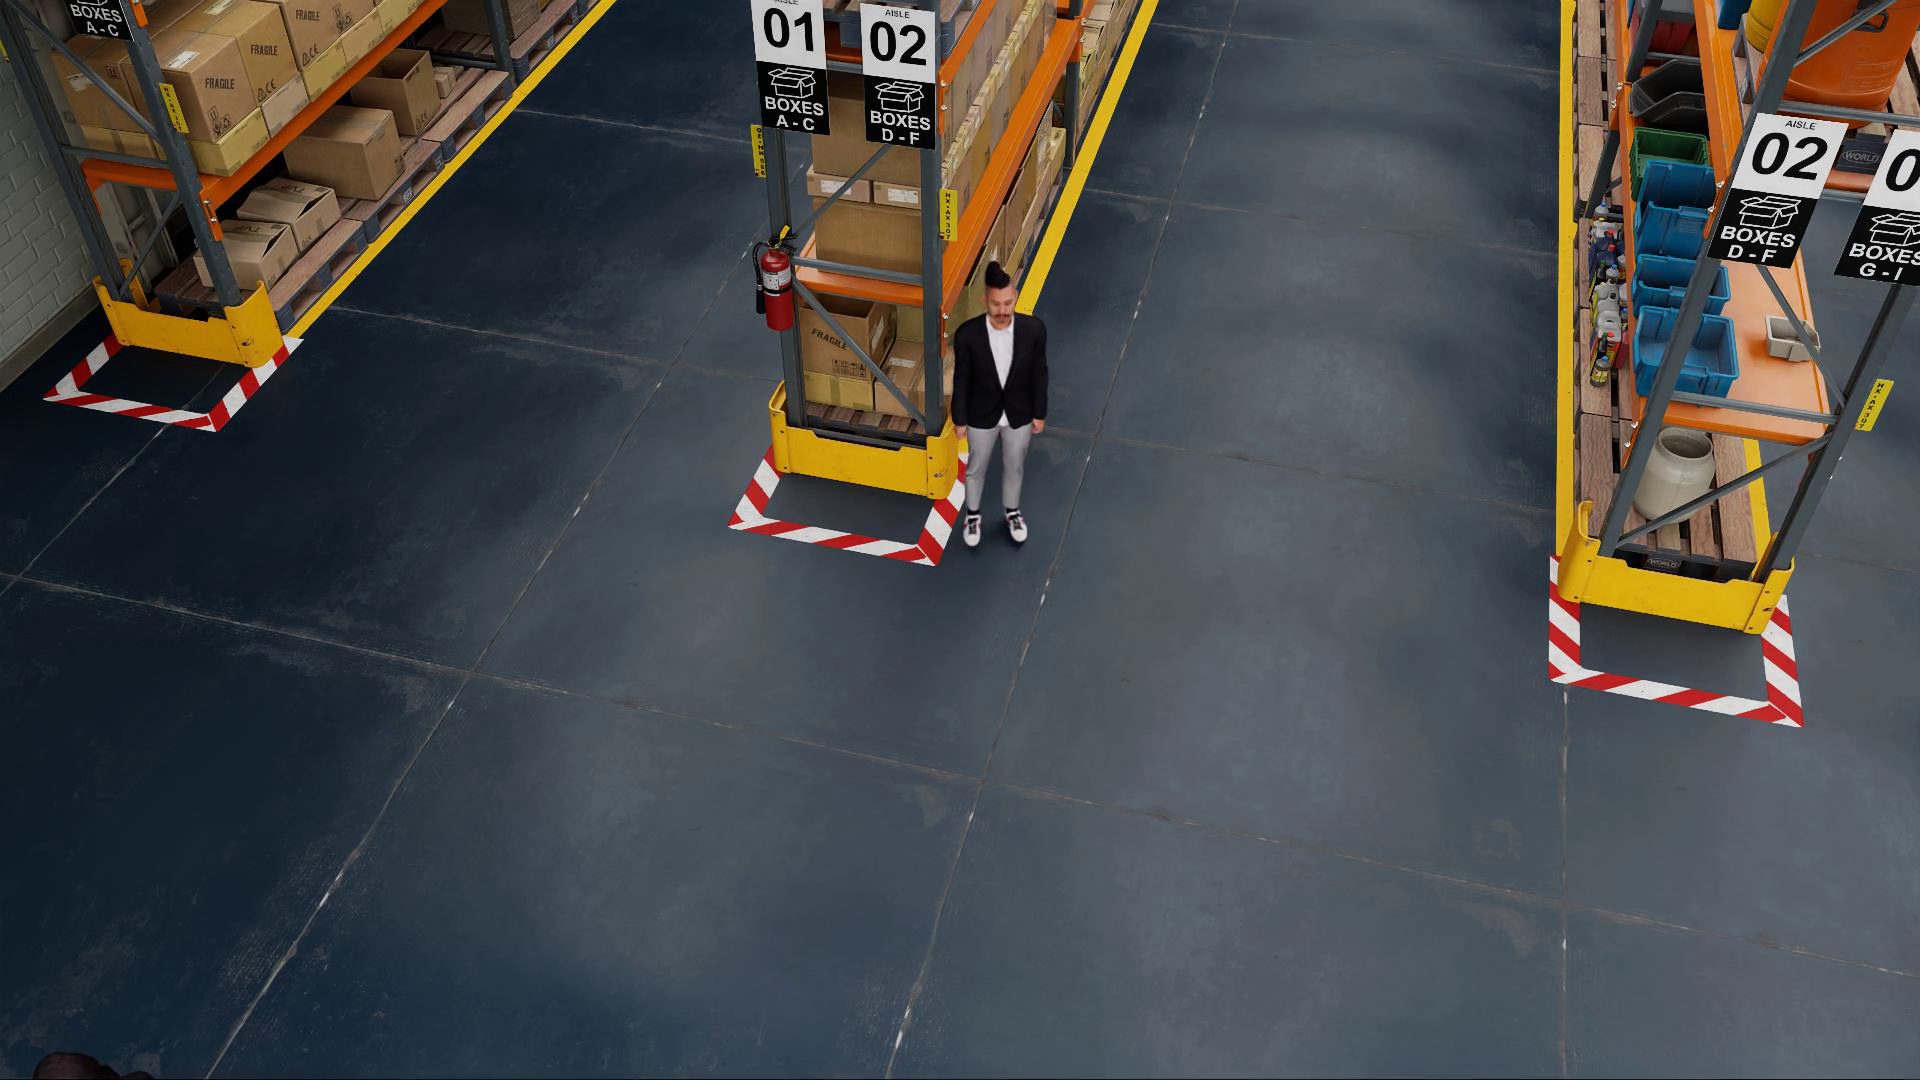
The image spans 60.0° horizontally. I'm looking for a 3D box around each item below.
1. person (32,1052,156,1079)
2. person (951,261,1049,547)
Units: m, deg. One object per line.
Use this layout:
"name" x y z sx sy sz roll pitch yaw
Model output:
"person" -3.175 2.453 6.431 0.804 1.616 0.696 29 50 27
"person" 0.223 -0.799 9.669 0.790 1.950 0.727 -3 43 -4
